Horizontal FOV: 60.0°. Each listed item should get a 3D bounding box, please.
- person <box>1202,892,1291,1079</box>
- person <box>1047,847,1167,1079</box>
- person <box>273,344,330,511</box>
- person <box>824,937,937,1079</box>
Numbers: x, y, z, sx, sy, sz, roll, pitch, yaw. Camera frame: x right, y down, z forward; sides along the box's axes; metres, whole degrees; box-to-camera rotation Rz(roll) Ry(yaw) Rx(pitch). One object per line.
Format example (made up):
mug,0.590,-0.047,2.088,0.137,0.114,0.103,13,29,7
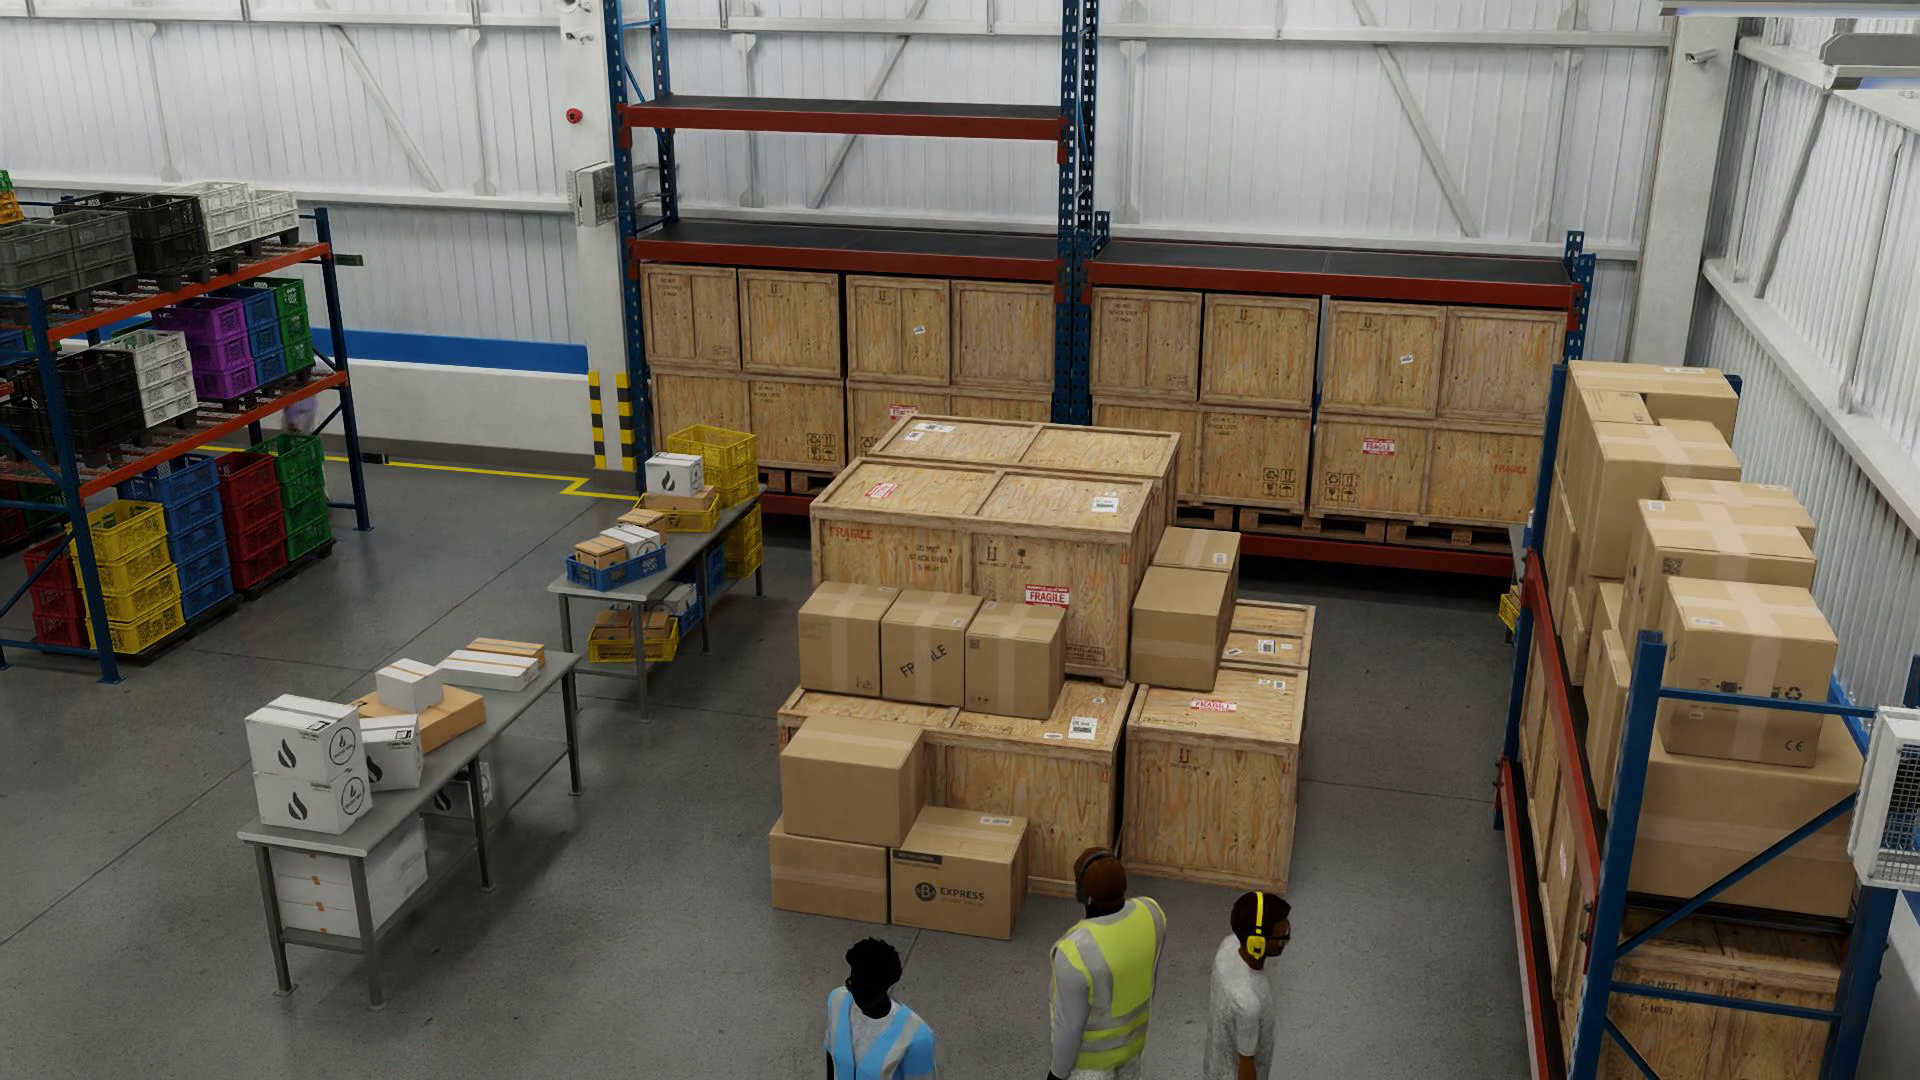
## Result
person,1.160,2.261,6.870,0.317,1.870,0.523,-1,21,-1
person,0.595,2.156,7.188,0.626,1.840,0.430,-19,28,-40
person,-6.360,-1.229,15.965,0.437,1.897,0.674,-1,21,-3
person,-0.343,2.367,6.828,0.530,1.697,0.321,13,24,30
